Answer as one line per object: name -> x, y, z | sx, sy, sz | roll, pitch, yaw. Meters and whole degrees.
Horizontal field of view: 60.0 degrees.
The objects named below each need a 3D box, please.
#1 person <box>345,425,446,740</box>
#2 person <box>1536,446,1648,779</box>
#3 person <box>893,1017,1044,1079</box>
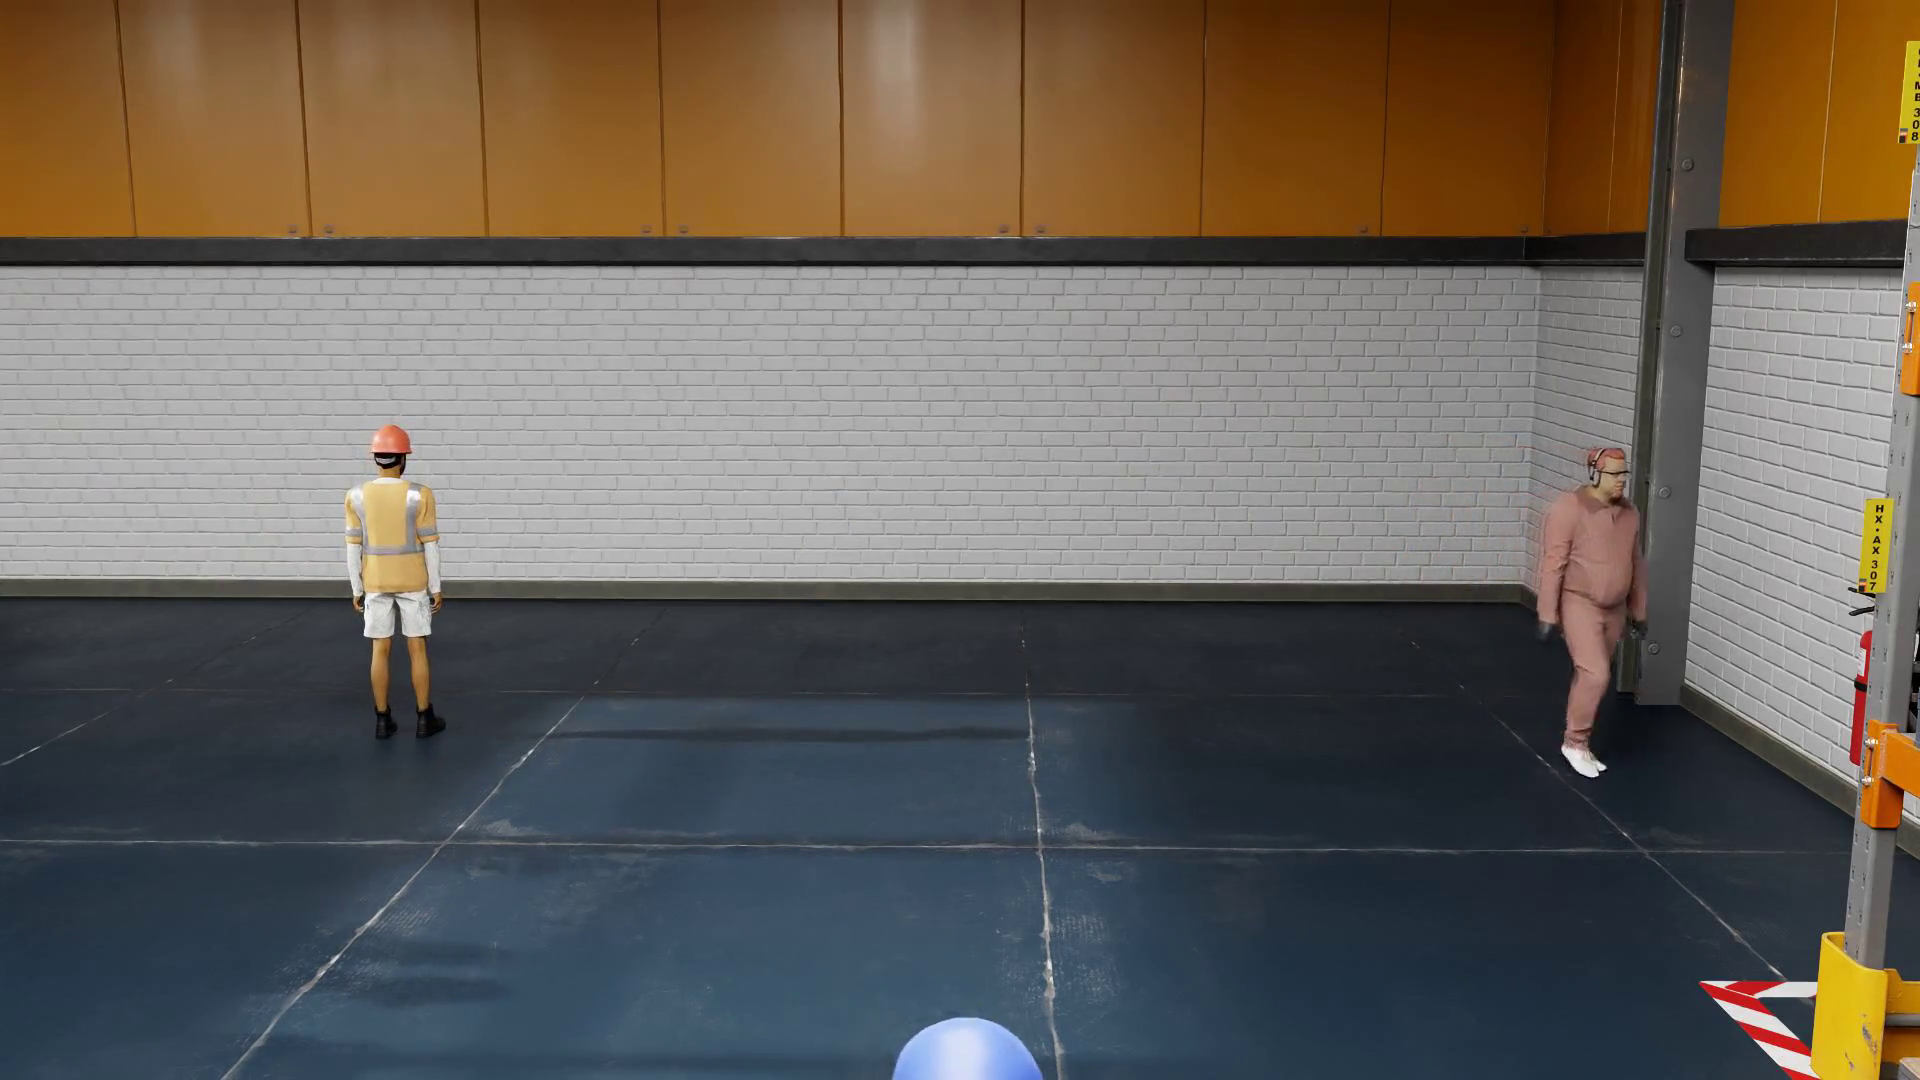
person -> -3.461, 0.260, 10.231 | 0.552, 1.932, 0.377 | -1, 10, -4
person -> 3.641, 0.415, 9.423 | 0.679, 1.887, 0.541 | -5, 11, -28
person -> -0.066, 1.577, 2.553 | 0.640, 1.886, 0.847 | -3, 10, -19
